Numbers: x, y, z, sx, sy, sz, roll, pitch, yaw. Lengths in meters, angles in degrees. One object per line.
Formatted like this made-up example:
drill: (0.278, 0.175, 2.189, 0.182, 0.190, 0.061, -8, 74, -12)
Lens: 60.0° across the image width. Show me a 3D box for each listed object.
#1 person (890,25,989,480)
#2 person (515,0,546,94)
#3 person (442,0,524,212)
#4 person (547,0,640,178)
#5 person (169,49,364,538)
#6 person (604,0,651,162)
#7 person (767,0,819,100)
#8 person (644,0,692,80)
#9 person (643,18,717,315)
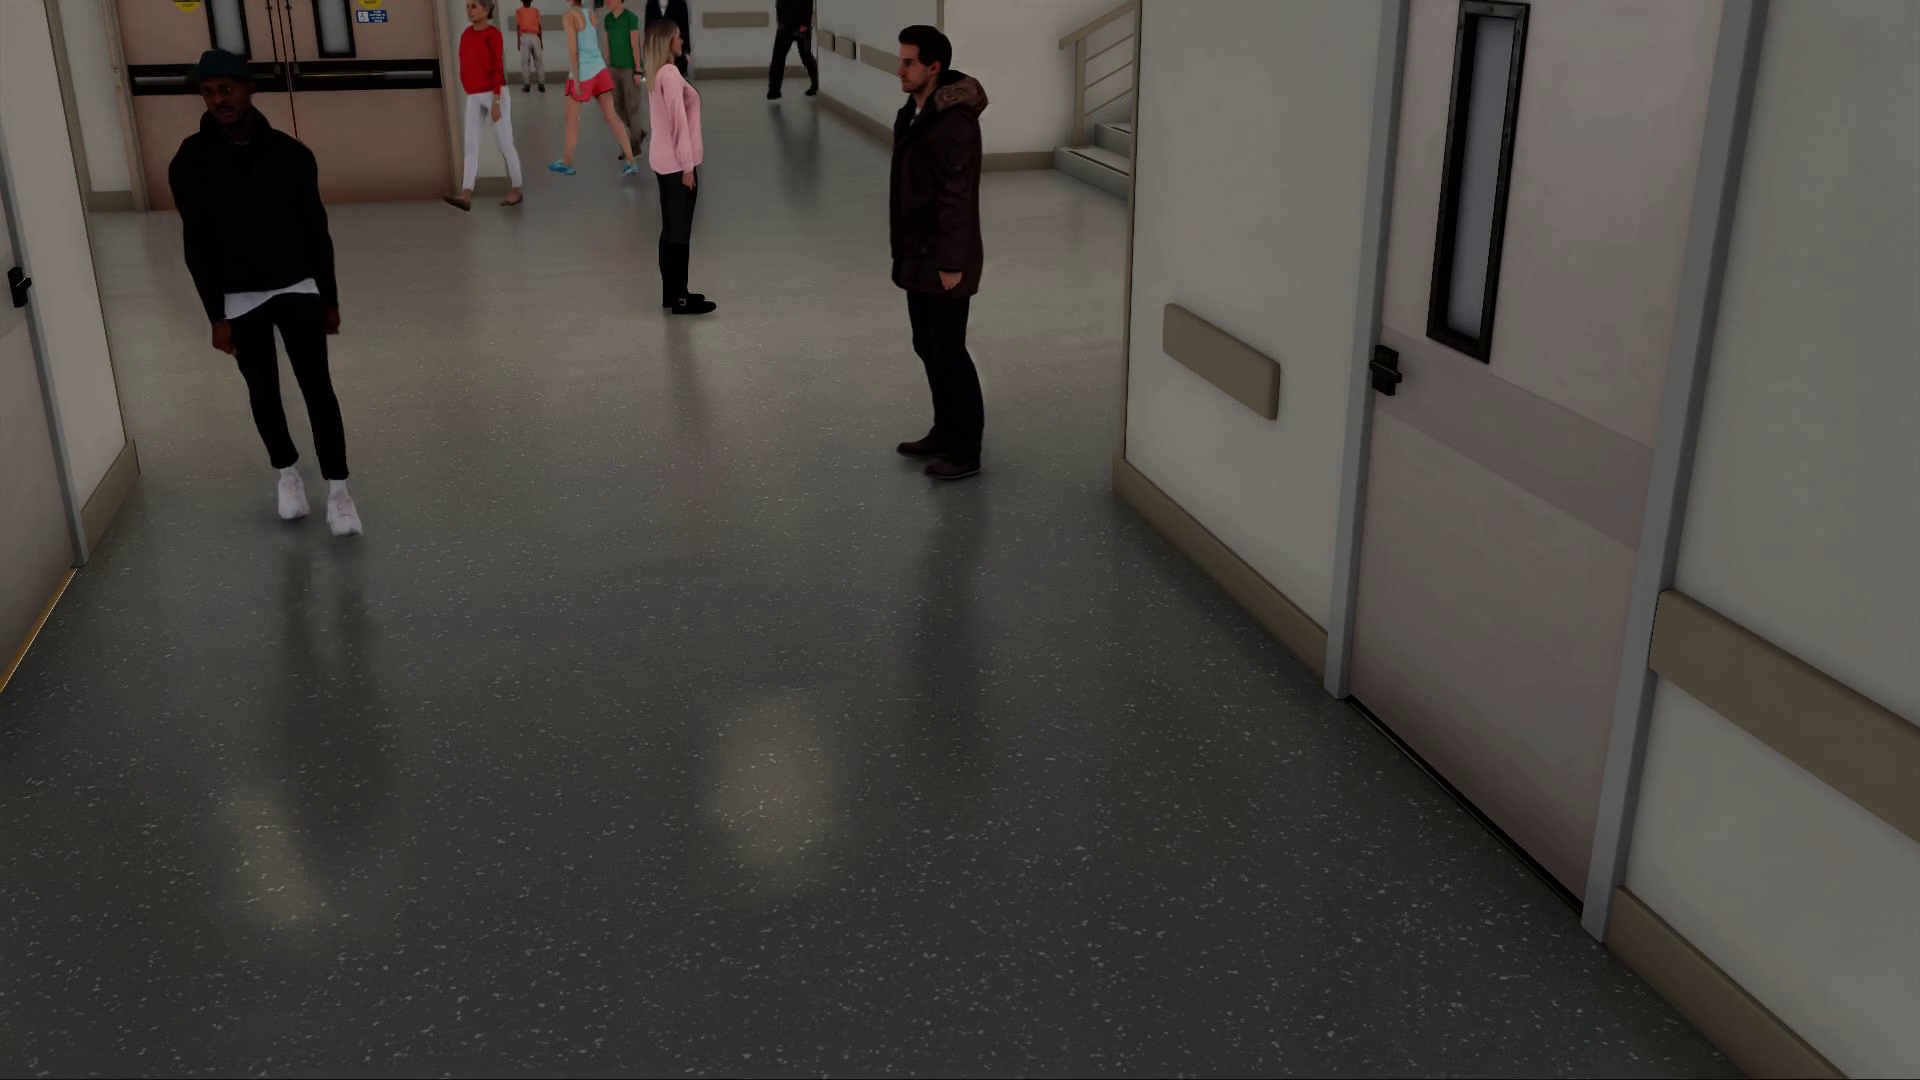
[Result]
person: (-0.084, -1.179, 6.894, 0.668, 1.838, 0.779, -8, 22, -20)
person: (-5.639, -6.545, 21.811, 0.398, 1.308, 0.529, -6, 22, -16)
person: (-3.647, -3.424, 13.088, 1.063, 1.651, 1.064, 9, 23, 22)
person: (-3.162, -3.972, 14.424, 1.261, 1.728, 1.215, 13, 24, 31)
person: (-2.640, -0.915, 6.284, 0.974, 1.776, 0.865, -10, 23, -25)
person: (-3.135, -4.495, 15.929, 0.832, 1.640, 0.893, 11, 24, 28)
person: (-1.993, -6.487, 20.843, 1.233, 1.885, 1.216, 10, 23, 25)
person: (-2.995, -5.016, 17.259, 0.748, 1.674, 0.800, 1, 21, 4)
person: (-1.690, -2.195, 9.789, 0.568, 1.688, 0.618, -8, 22, -20)
